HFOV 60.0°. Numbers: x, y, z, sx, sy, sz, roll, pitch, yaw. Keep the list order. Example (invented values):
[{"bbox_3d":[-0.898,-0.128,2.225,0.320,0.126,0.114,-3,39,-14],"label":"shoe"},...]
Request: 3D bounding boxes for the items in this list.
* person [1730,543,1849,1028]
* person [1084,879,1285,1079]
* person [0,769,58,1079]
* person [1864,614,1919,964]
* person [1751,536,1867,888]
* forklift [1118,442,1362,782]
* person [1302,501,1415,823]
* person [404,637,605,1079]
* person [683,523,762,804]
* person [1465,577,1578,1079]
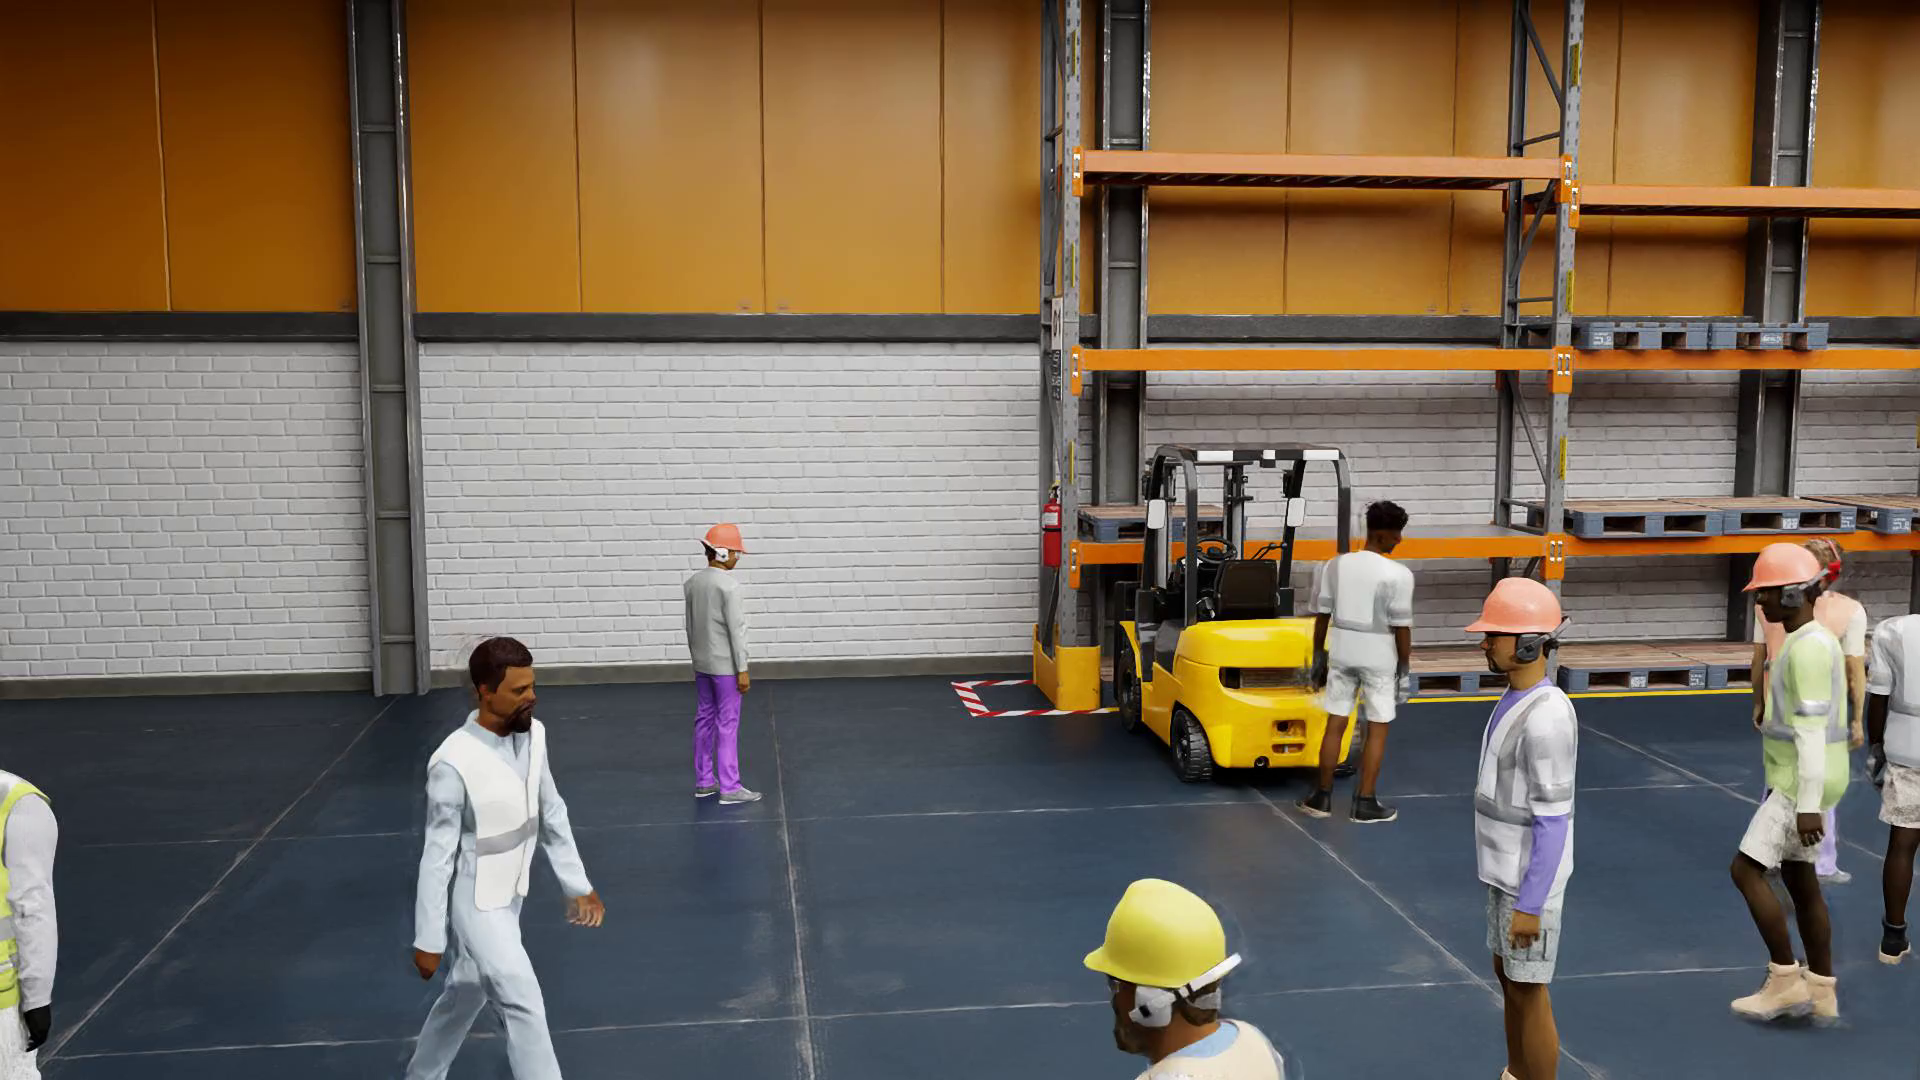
[{"bbox_3d":[3.469,1.022,6.977,0.582,2.011,0.641,4,7,29],"label":"person"},{"bbox_3d":[0.342,1.557,3.282,0.898,1.789,0.614,3,7,26],"label":"person"},{"bbox_3d":[-2.994,1.350,4.929,0.634,1.831,0.429,0,7,1],"label":"person"},{"bbox_3d":[4.447,0.982,7.552,0.612,1.962,0.361,6,9,42],"label":"person"},{"bbox_3d":[4.462,0.901,8.777,0.375,1.843,0.575,-5,8,-39],"label":"person"},{"bbox_3d":[1.912,0.418,11.496,1.214,2.155,2.313,-1,7,-8],"label":"forklift"},{"bbox_3d":[2.363,0.729,9.967,0.762,1.937,0.383,6,9,43],"label":"person"},{"bbox_3d":[-1.595,1.245,5.717,0.999,1.865,0.599,1,7,10],"label":"person"},{"bbox_3d":[-1.483,0.765,10.407,0.337,1.743,0.560,-6,9,-42],"label":"person"},{"bbox_3d":[1.924,1.145,5.784,0.374,2.043,0.612,1,7,7],"label":"person"}]
